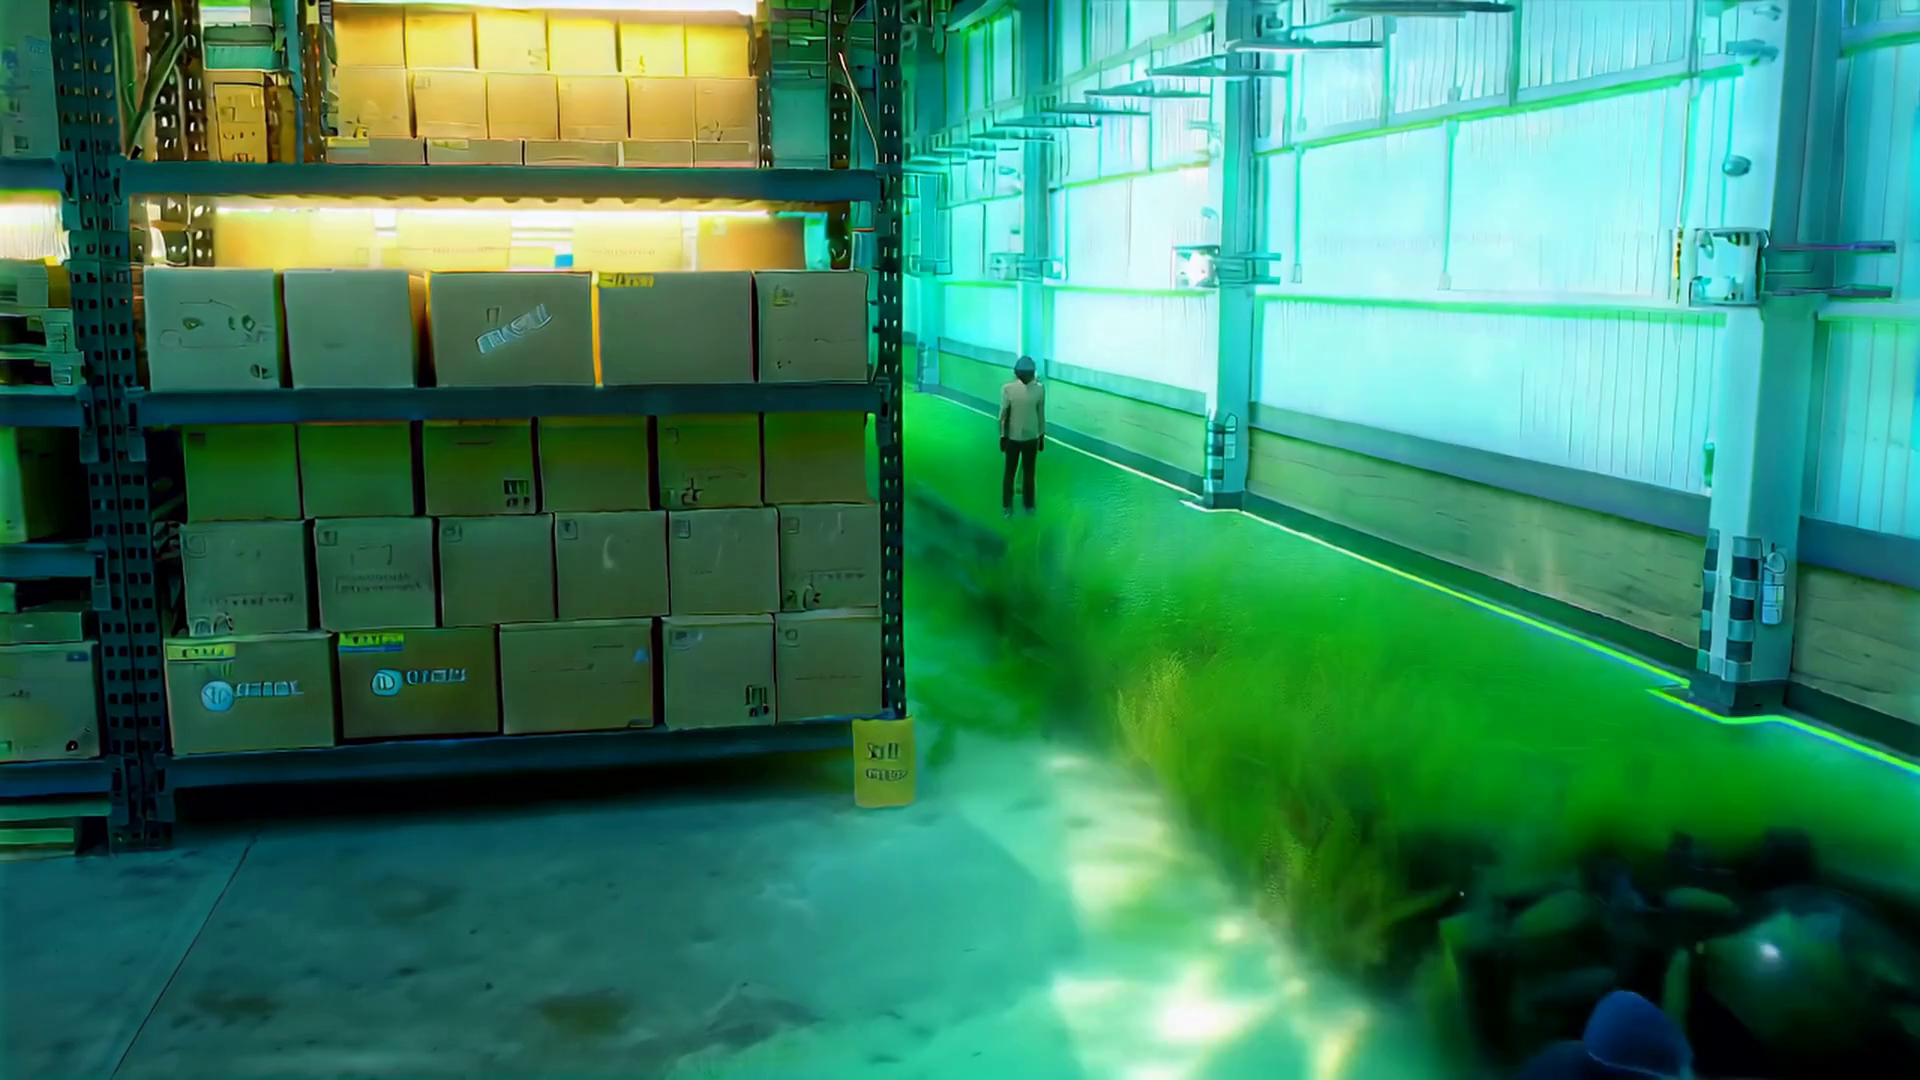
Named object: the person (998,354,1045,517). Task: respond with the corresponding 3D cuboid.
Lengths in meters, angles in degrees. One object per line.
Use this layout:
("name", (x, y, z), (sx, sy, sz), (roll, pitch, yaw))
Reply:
("person", (0.758, -1.270, 20.233), (0.623, 1.992, 0.397), (-4, 10, -25))

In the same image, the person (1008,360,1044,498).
("person", (0.878, -1.476, 21.955), (0.634, 1.842, 0.429), (-8, 12, -41))
